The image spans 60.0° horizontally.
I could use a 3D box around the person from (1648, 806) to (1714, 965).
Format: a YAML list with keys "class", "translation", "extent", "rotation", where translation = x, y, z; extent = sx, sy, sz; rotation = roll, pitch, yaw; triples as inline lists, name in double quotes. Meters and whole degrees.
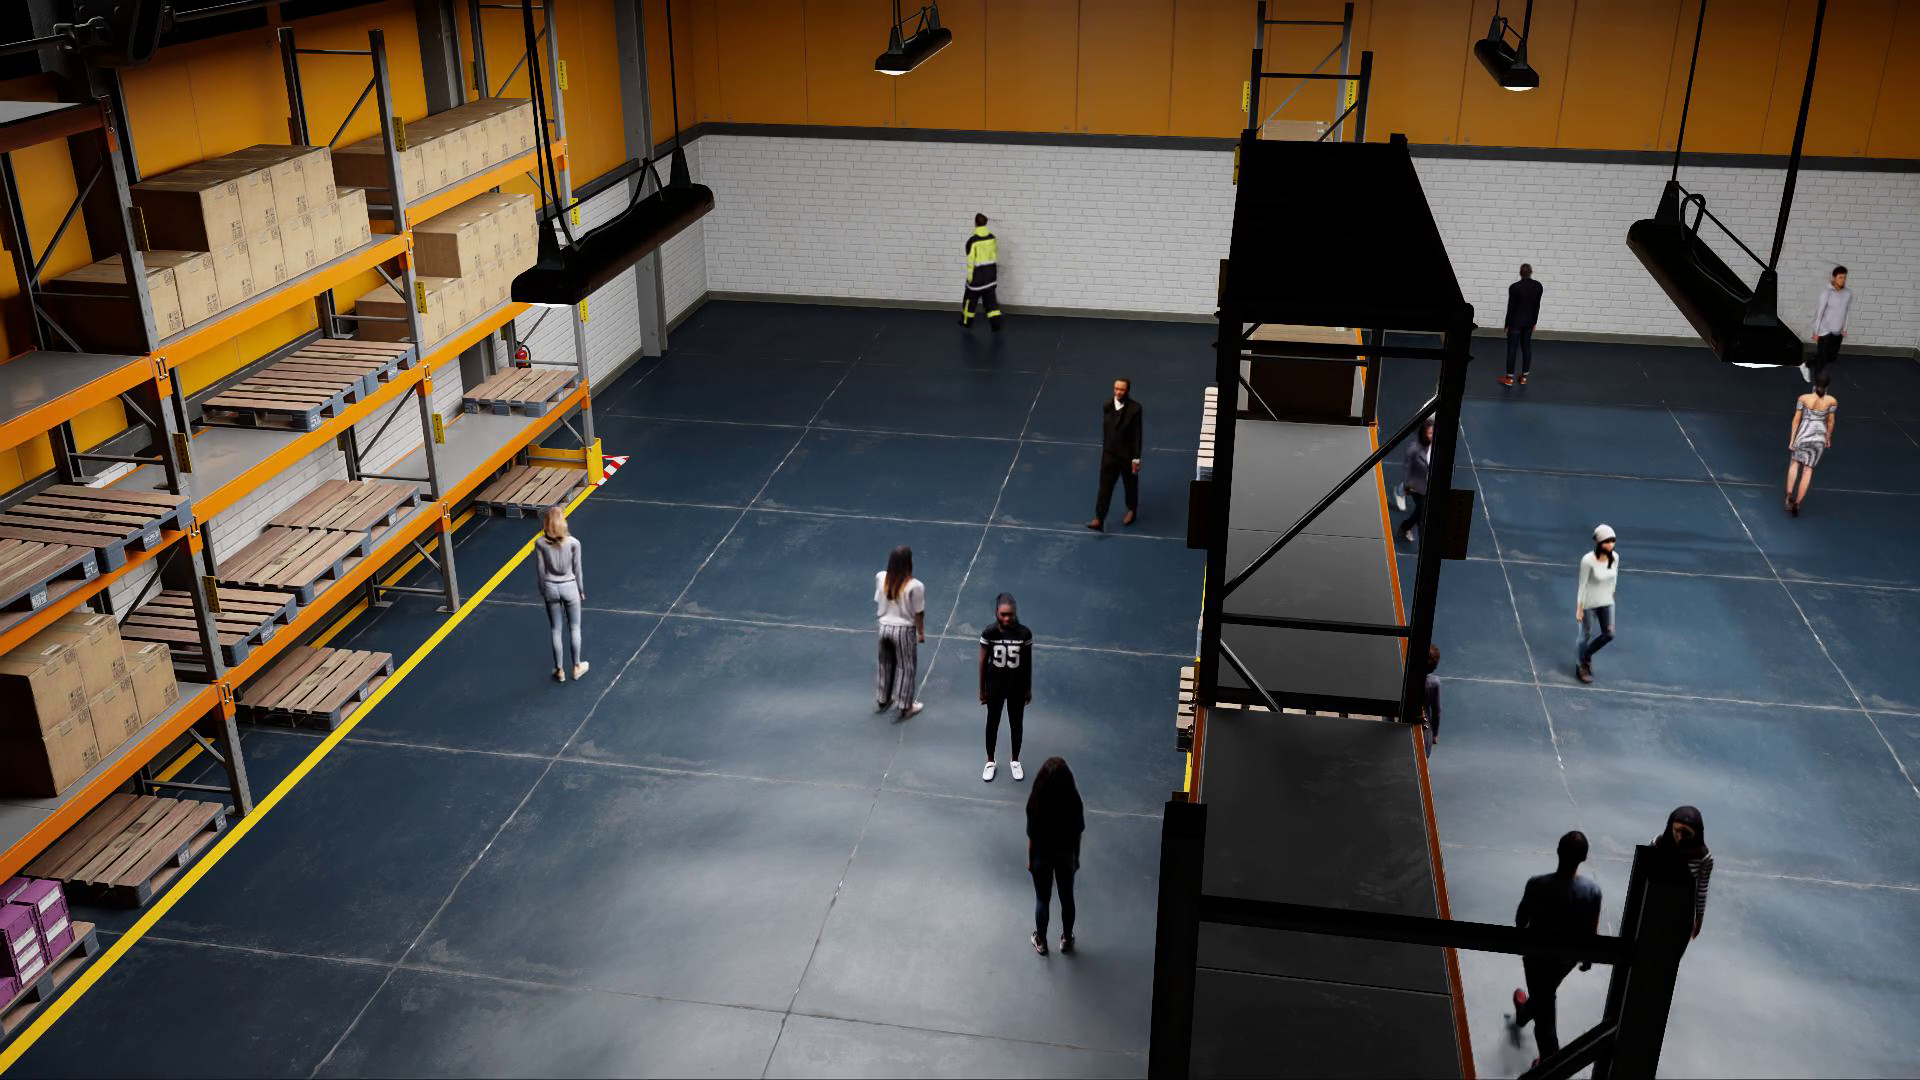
- class: "person"
  translation: [4.899, 2.569, 11.488]
  extent: [0.759, 1.767, 1.030]
  rotation: [11, 26, 23]

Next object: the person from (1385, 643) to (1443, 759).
- class: "person"
  translation: [3.730, 1.604, 13.768]
  extent: [0.599, 1.710, 0.512]
  rotation: [5, 24, 12]

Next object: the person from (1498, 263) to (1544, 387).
- class: "person"
  translation: [8.307, -3.197, 24.615]
  extent: [0.767, 1.818, 0.738]
  rotation: [-5, 24, -10]

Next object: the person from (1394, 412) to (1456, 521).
- class: "person"
  translation: [5.603, -1.083, 19.774]
  extent: [1.120, 1.822, 1.205]
  rotation: [-15, 28, -31]

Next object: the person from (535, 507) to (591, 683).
- class: "person"
  translation: [-3.891, 0.523, 16.136]
  extent: [0.651, 1.793, 0.630]
  rotation: [-2, 24, -5]

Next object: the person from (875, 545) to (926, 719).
- class: "person"
  translation: [-0.577, 0.840, 15.561]
  extent: [0.789, 1.673, 0.794]
  rotation: [14, 27, 28]

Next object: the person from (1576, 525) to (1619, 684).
- class: "person"
  translation: [6.133, 0.589, 16.175]
  extent: [0.699, 1.640, 0.721]
  rotation: [-6, 24, -13]

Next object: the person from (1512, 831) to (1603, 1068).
- class: "person"
  translation: [3.927, 2.802, 10.957]
  extent: [0.798, 1.765, 1.162]
  rotation: [-1, 24, -2]

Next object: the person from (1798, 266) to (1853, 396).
- class: "person"
  translation: [12.580, -3.062, 24.197]
  extent: [0.930, 1.905, 1.118]
  rotation: [-5, 24, -12]

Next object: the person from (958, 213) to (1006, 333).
- class: "person"
  translation: [0.402, -4.275, 26.929]
  extent: [1.255, 1.939, 1.309]
  rotation: [-15, 28, -31]

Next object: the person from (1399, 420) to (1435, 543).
- class: "person"
  translation: [5.304, -0.625, 19.037]
  extent: [1.004, 1.572, 1.153]
  rotation: [-10, 26, -22]

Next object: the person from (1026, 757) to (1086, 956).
- class: "person"
  translation: [0.692, 2.323, 12.238]
  extent: [0.656, 1.617, 0.664]
  rotation: [-2, 24, -4]

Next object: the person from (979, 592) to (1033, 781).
- class: "person"
  translation: [0.402, 1.279, 14.486]
  extent: [0.658, 1.730, 0.616]
  rotation: [0, 24, -1]

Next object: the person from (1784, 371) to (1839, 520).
- class: "person"
  translation: [10.134, -1.109, 19.850]
  extent: [0.707, 1.807, 0.751]
  rotation: [13, 27, 28]

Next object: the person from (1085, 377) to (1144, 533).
- class: "person"
  translation: [1.948, -1.032, 19.611]
  extent: [1.037, 1.860, 1.334]
  rotation: [14, 27, 28]
